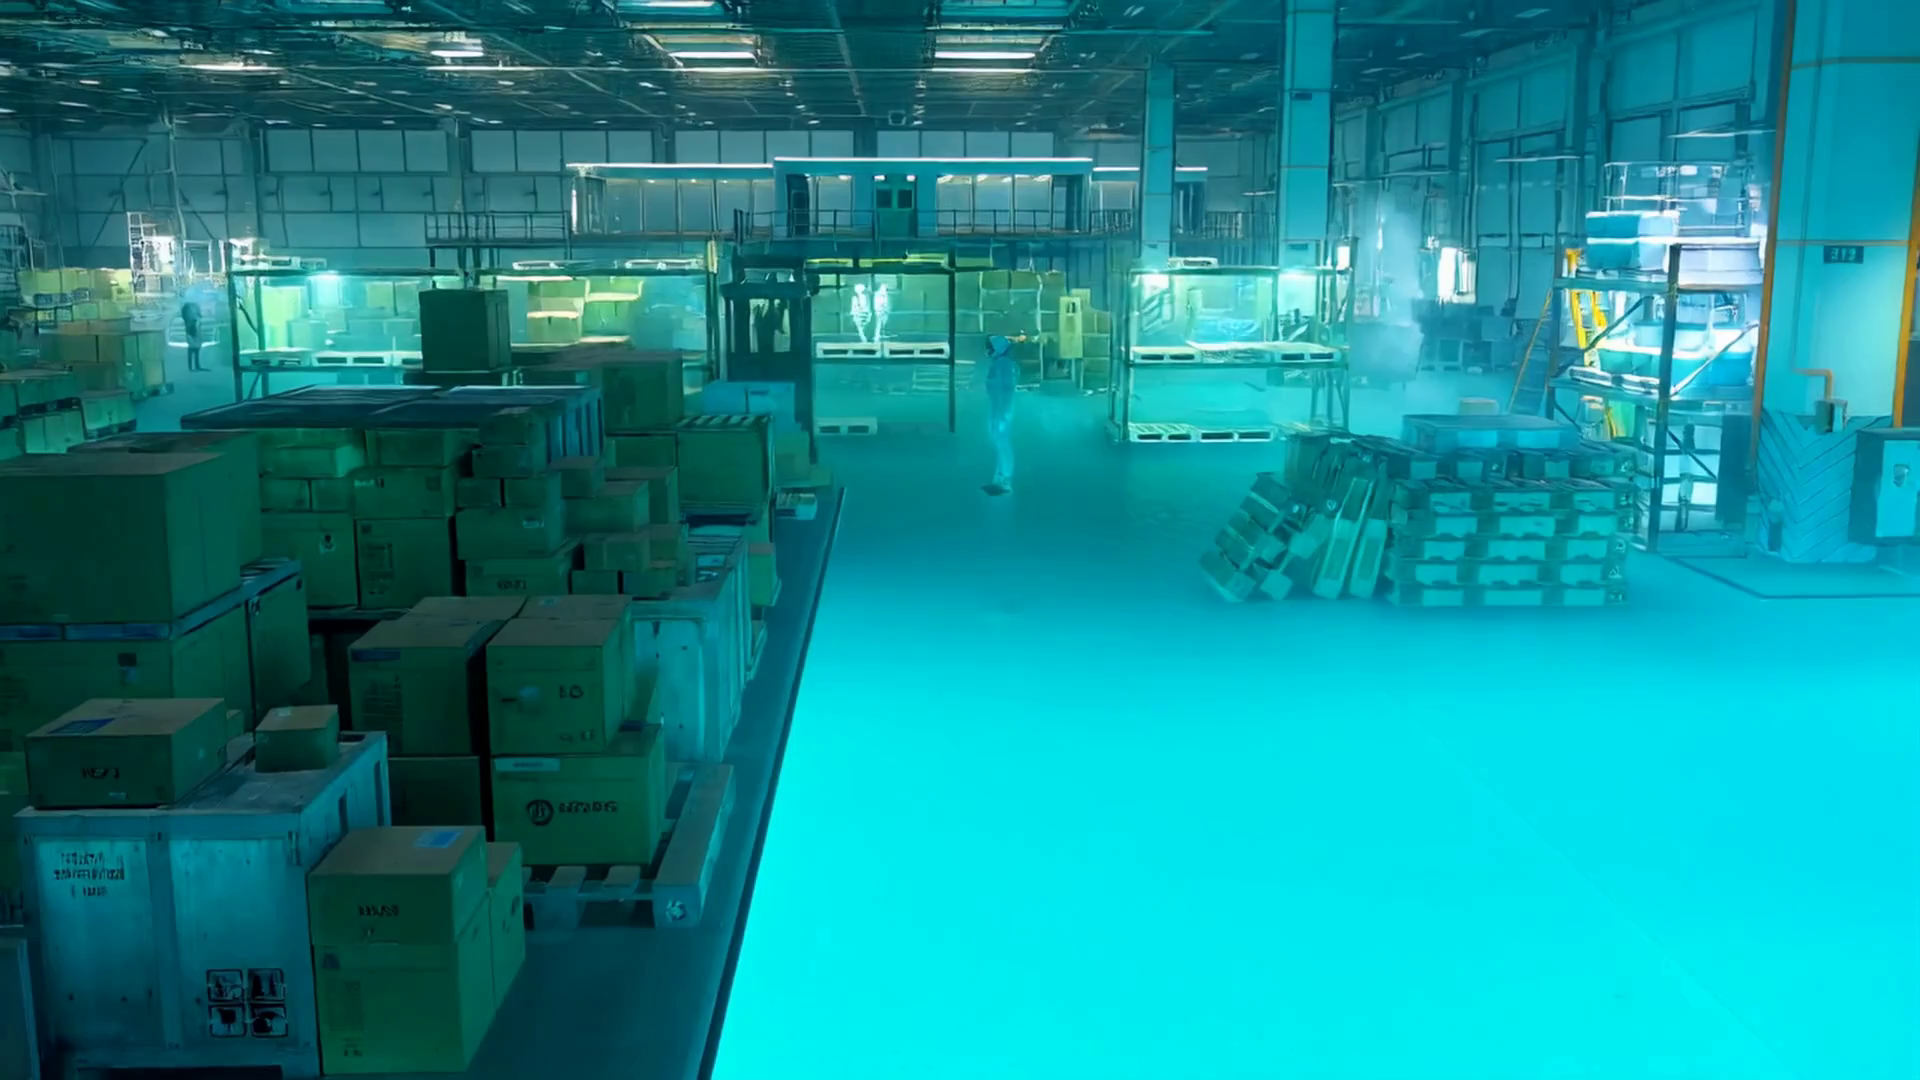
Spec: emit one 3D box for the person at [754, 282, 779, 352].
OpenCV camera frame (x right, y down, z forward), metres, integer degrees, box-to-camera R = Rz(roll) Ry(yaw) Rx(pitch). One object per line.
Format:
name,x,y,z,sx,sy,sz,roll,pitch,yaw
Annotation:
person,-4.821,-5.326,40.988,0.538,2.000,0.684,7,12,35

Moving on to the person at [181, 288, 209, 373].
person,-17.708,-4.829,38.428,0.600,1.967,0.368,8,13,38

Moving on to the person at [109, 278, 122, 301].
person,-28.331,-7.893,55.872,0.404,1.830,0.602,-7,12,-34

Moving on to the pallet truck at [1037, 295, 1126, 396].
pallet truck,2.483,-3.881,33.060,1.885,1.965,0.823,-7,13,-36

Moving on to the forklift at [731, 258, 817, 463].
forklift,-2.446,-2.238,21.450,1.129,2.768,1.873,0,10,-2

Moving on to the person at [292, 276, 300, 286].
person,-27.759,-10.296,69.546,0.670,1.721,0.506,0,10,-1

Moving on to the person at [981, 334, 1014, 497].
person,0.460,-1.489,19.904,0.351,1.935,0.635,-2,10,-11

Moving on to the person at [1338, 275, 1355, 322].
person,14.779,-9.259,63.567,0.633,1.808,0.915,2,10,9

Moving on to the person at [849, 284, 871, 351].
person,-2.772,-6.171,46.193,0.571,1.868,0.462,-10,14,-44

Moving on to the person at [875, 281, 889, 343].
person,-2.298,-6.686,49.013,0.358,1.881,0.574,6,12,29

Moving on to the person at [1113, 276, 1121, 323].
person,5.897,-8.953,61.802,0.501,1.828,0.511,-4,11,-23

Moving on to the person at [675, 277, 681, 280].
person,-8.869,-7.345,52.631,0.553,1.911,0.849,-5,11,-25

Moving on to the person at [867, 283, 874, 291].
person,-2.953,-8.078,56.731,0.882,1.882,0.614,-1,10,-6

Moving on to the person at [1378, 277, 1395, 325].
person,14.447,-7.947,56.142,0.523,1.852,0.782,-5,12,-28

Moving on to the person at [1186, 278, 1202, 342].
person,7.147,-6.980,50.515,0.569,1.926,0.615,-6,12,-28

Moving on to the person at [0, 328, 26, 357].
person,-12.906,-1.942,22.623,0.328,1.870,0.510,7,12,35

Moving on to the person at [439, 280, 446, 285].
person,-15.675,-6.966,50.573,0.566,1.880,1.010,3,11,15
